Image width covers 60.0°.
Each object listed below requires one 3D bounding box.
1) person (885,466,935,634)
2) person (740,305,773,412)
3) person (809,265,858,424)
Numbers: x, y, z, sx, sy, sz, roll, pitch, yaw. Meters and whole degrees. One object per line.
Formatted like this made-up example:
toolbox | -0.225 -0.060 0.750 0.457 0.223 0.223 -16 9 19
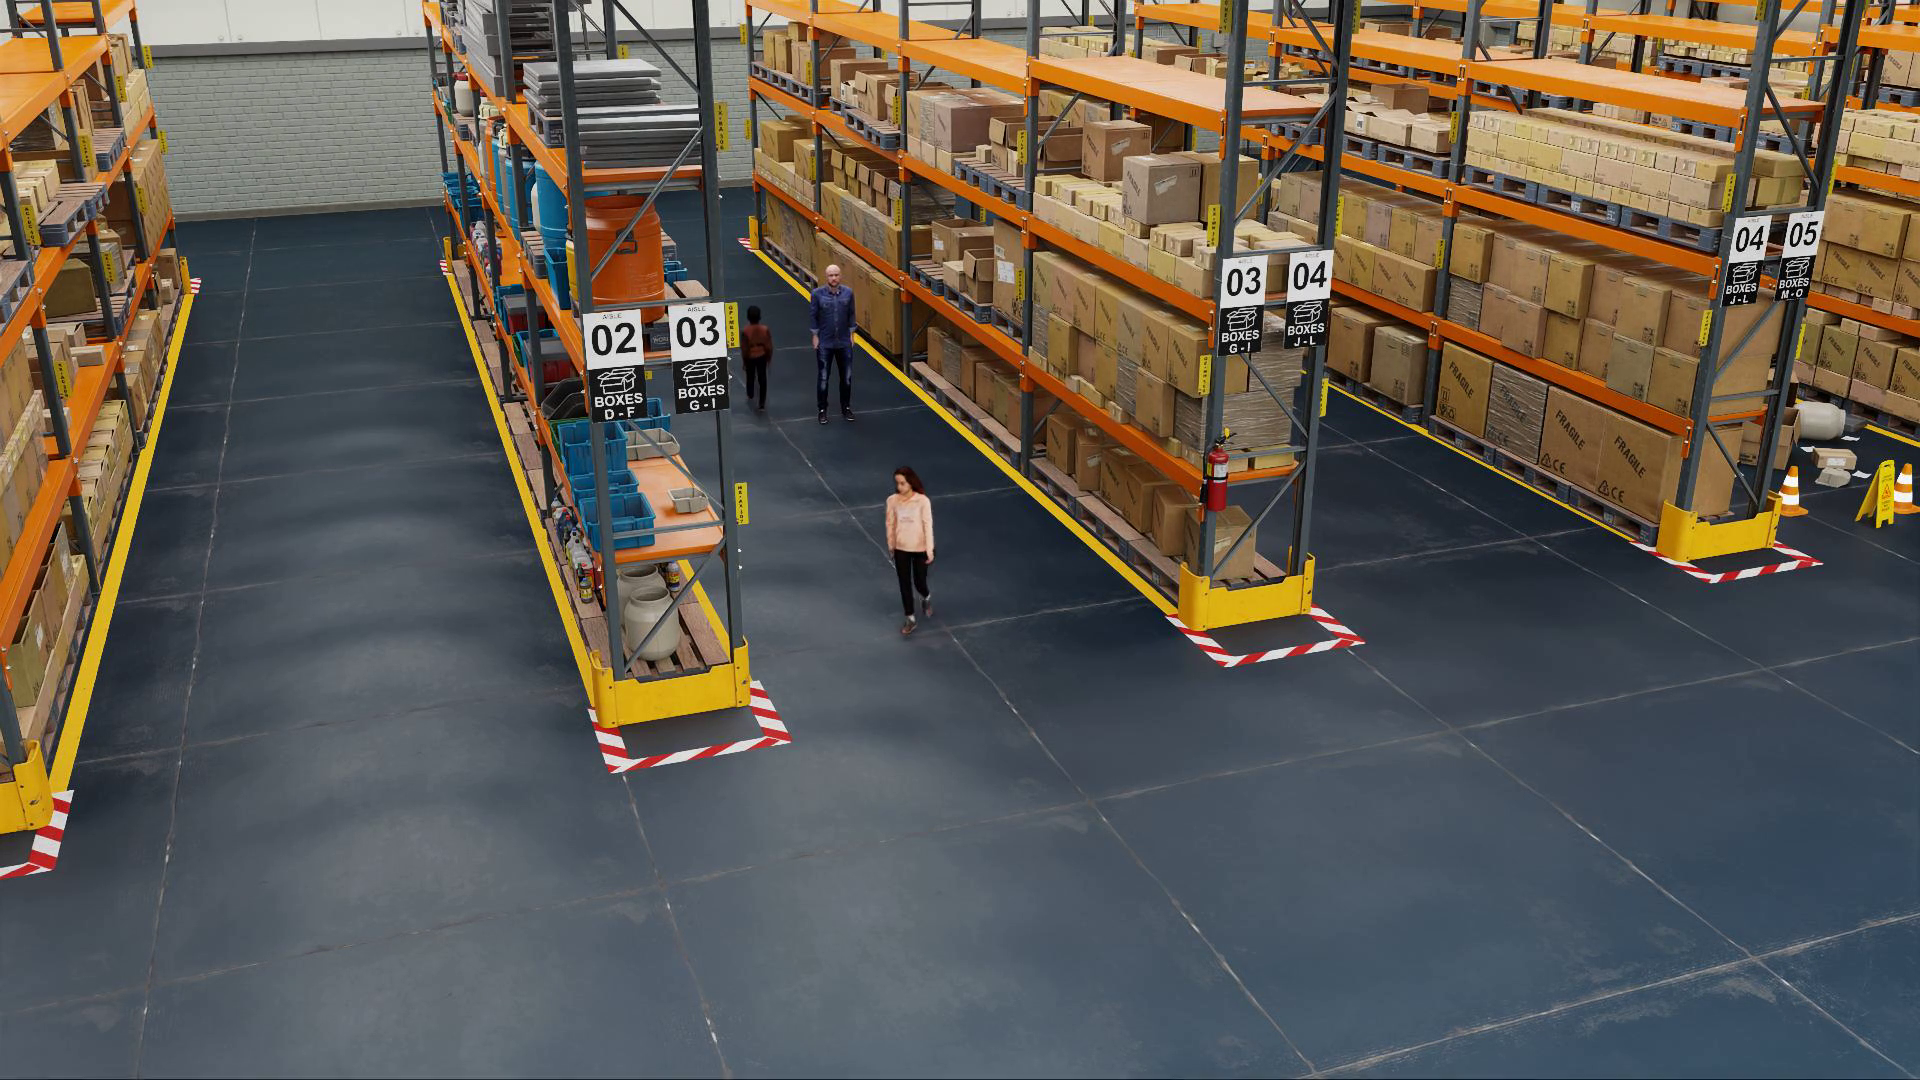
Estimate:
person | -0.391 0.053 13.974 0.771 1.472 0.845 6 23 14
person | -2.393 -2.118 19.615 0.588 1.220 0.898 -6 23 -14
person | -1.457 -2.277 19.203 0.707 1.826 0.576 -7 23 -16
